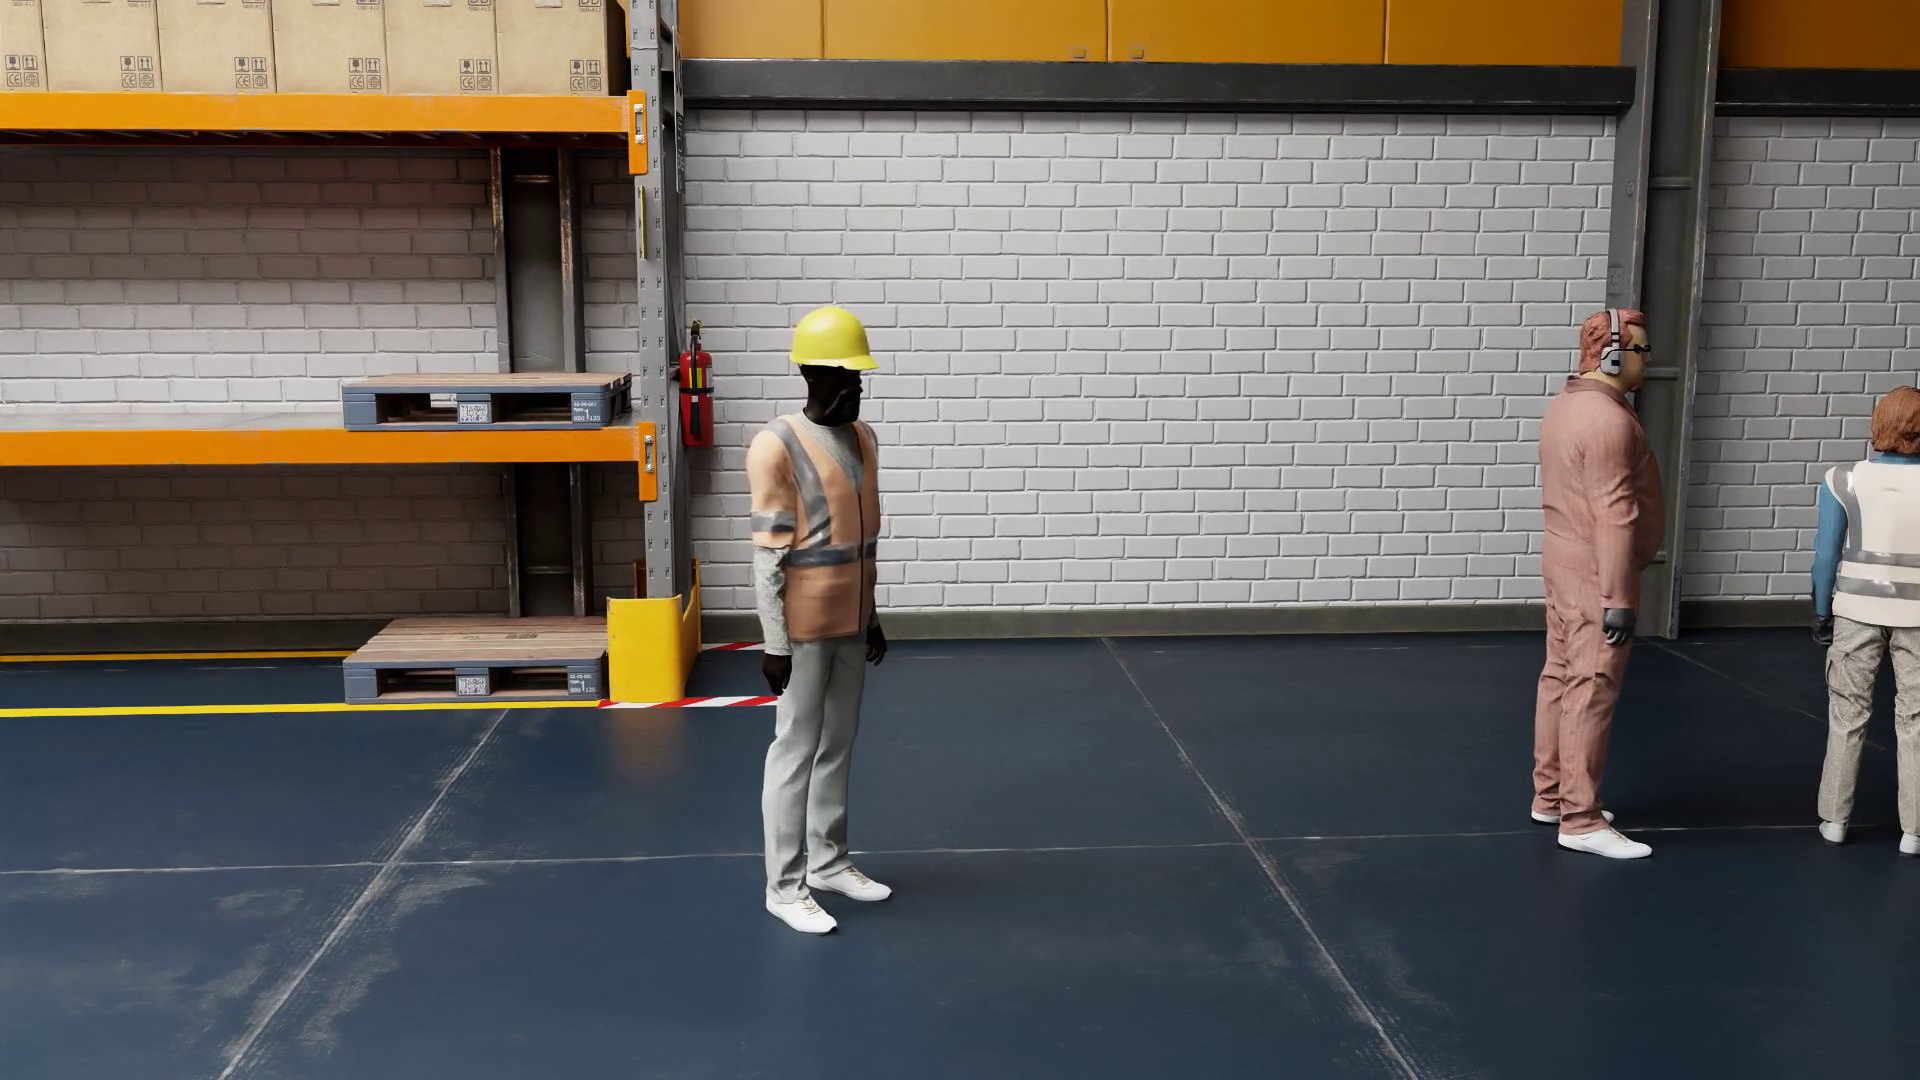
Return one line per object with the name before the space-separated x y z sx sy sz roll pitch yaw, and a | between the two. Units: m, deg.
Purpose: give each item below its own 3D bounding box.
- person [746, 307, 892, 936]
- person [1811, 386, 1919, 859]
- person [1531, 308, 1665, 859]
person | -0.409 0.243 5.192 0.382 1.924 0.594 5 10 30
person | 3.244 0.288 5.804 0.514 1.641 0.309 7 11 36
person | 2.255 0.146 5.863 0.409 1.907 0.650 1 9 3
